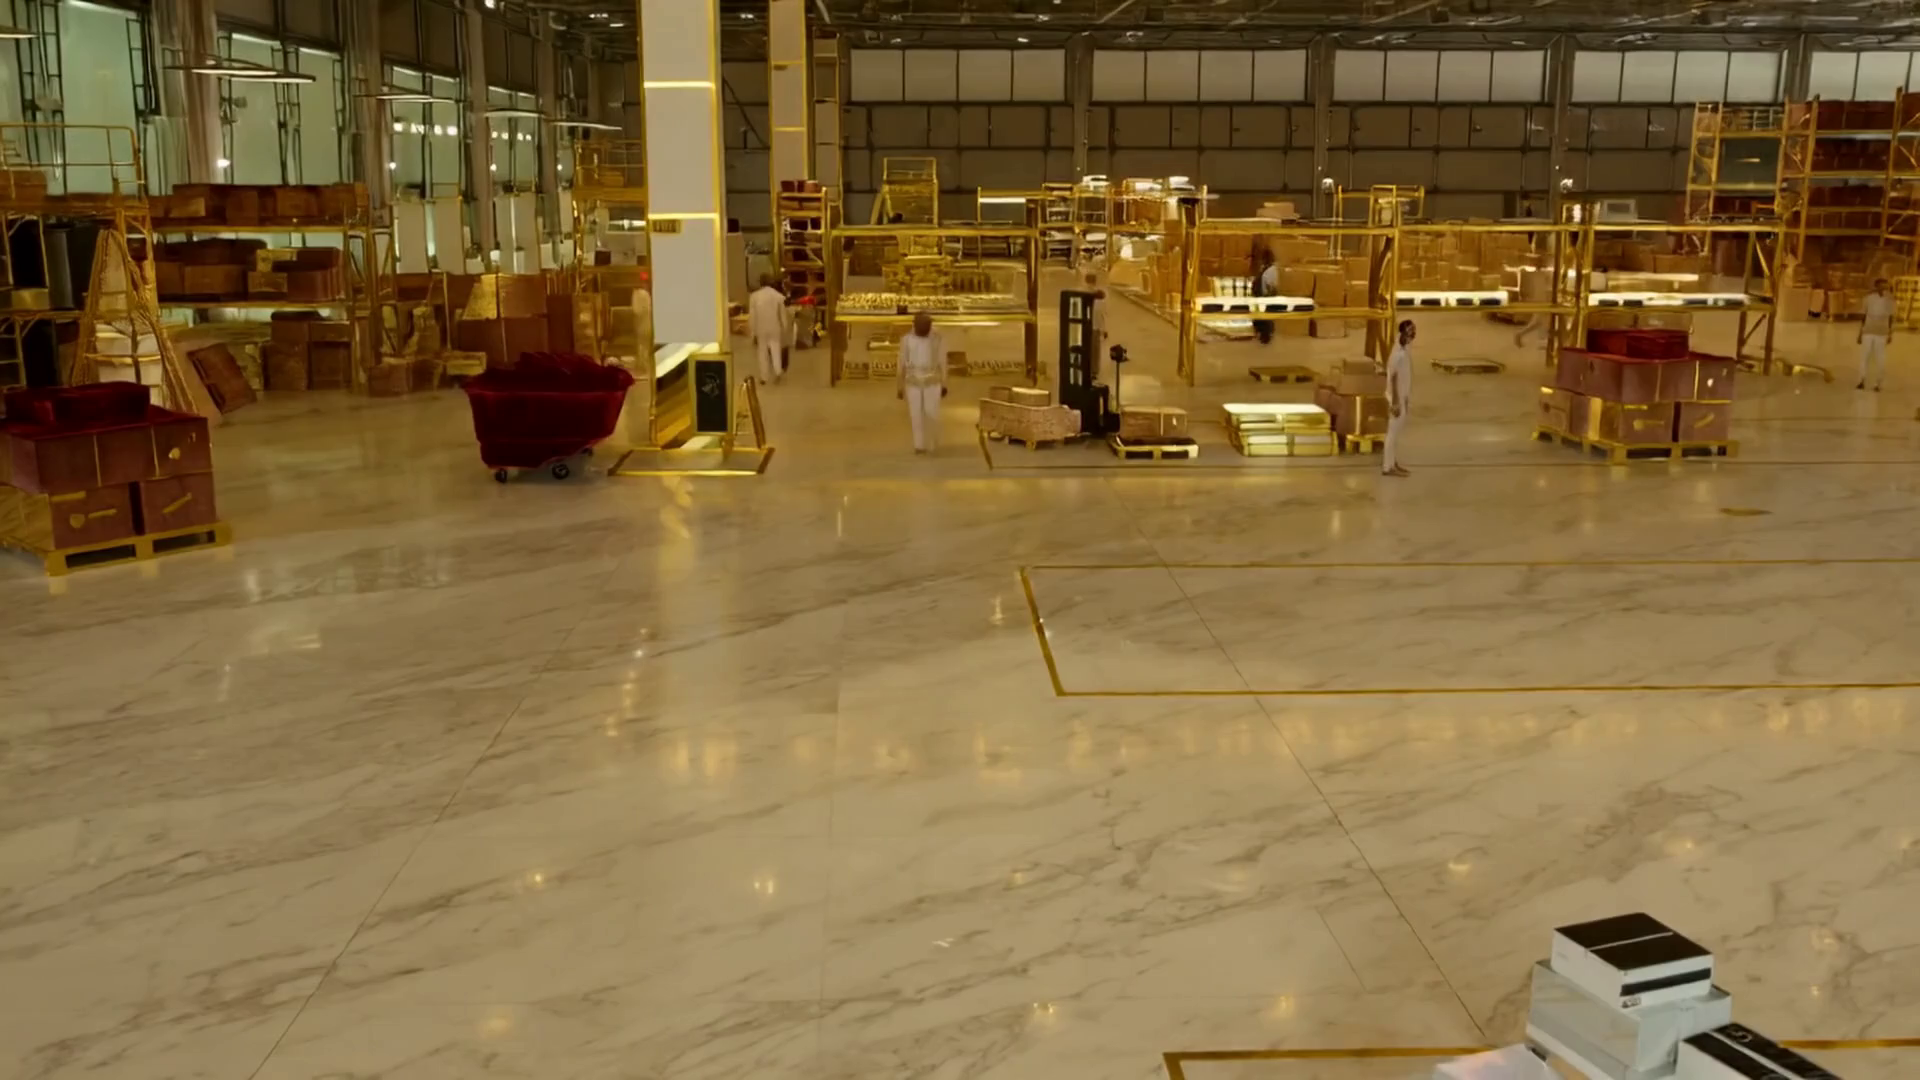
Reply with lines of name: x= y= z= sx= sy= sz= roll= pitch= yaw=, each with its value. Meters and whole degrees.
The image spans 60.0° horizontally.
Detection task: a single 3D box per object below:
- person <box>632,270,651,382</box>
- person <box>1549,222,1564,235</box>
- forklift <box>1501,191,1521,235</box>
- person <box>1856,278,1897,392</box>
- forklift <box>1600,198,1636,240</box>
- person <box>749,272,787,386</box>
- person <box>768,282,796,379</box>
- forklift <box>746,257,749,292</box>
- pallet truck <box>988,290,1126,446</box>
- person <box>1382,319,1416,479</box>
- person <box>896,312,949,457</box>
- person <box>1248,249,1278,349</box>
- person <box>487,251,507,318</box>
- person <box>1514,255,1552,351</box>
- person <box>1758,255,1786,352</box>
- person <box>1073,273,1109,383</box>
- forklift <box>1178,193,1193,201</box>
person: x=-5.256 y=-3.683 z=28.574 sx=0.624 sy=1.892 sz=0.858 roll=11 pitch=16 yaw=40
person: x=19.879 y=-9.632 z=55.459 sx=0.555 sy=1.904 sz=0.961 roll=7 pitch=14 yaw=30
forklift: x=20.799 y=-11.780 z=62.907 sx=1.873 sy=2.768 sz=1.129 roll=0 pitch=12 yaw=-2
person: x=14.992 y=-3.360 z=27.225 sx=0.334 sy=1.860 sz=0.510 roll=-12 pitch=17 yaw=-42
forklift: x=18.662 y=-8.347 z=47.406 sx=1.129 sy=2.768 sz=1.873 roll=4 pitch=13 yaw=19
person: x=-3.197 y=-3.532 z=27.923 sx=0.634 sy=1.908 sz=0.931 roll=-3 pitch=13 yaw=-14
person: x=-3.091 y=-3.611 z=28.748 sx=0.542 sy=1.678 sz=0.479 roll=-1 pitch=13 yaw=-4
forklift: x=-7.181 y=-8.598 z=48.541 sx=1.873 sy=2.768 sz=1.129 roll=0 pitch=12 yaw=-2
pallet truck: x=1.257 y=-2.299 z=22.111 sx=1.885 sy=1.965 sz=0.823 roll=-9 pitch=15 yaw=-35
person: x=5.164 y=-1.659 z=19.517 sx=0.310 sy=1.868 sz=0.531 roll=6 pitch=14 yaw=26
person: x=-0.482 y=-1.929 z=20.830 sx=0.664 sy=1.825 sz=0.604 roll=1 pitch=13 yaw=5
person: x=6.115 y=-4.891 z=33.714 sx=0.617 sy=2.000 sz=0.709 roll=0 pitch=12 yaw=-2
person: x=-11.412 y=-6.263 z=40.851 sx=0.520 sy=1.633 sz=0.312 roll=12 pitch=17 yaw=43
person: x=11.537 y=-4.718 z=33.220 sx=0.654 sy=1.919 sz=0.631 roll=-2 pitch=13 yaw=-7
person: x=16.277 y=-4.754 z=33.332 sx=0.355 sy=1.936 sz=0.635 roll=4 pitch=13 yaw=16
person: x=2.238 y=-3.618 z=28.367 sx=0.599 sy=1.886 sz=1.011 roll=1 pitch=13 yaw=6
forklift: x=7.732 y=-10.480 z=57.037 sx=1.873 sy=2.768 sz=1.129 roll=3 pitch=13 yaw=15
